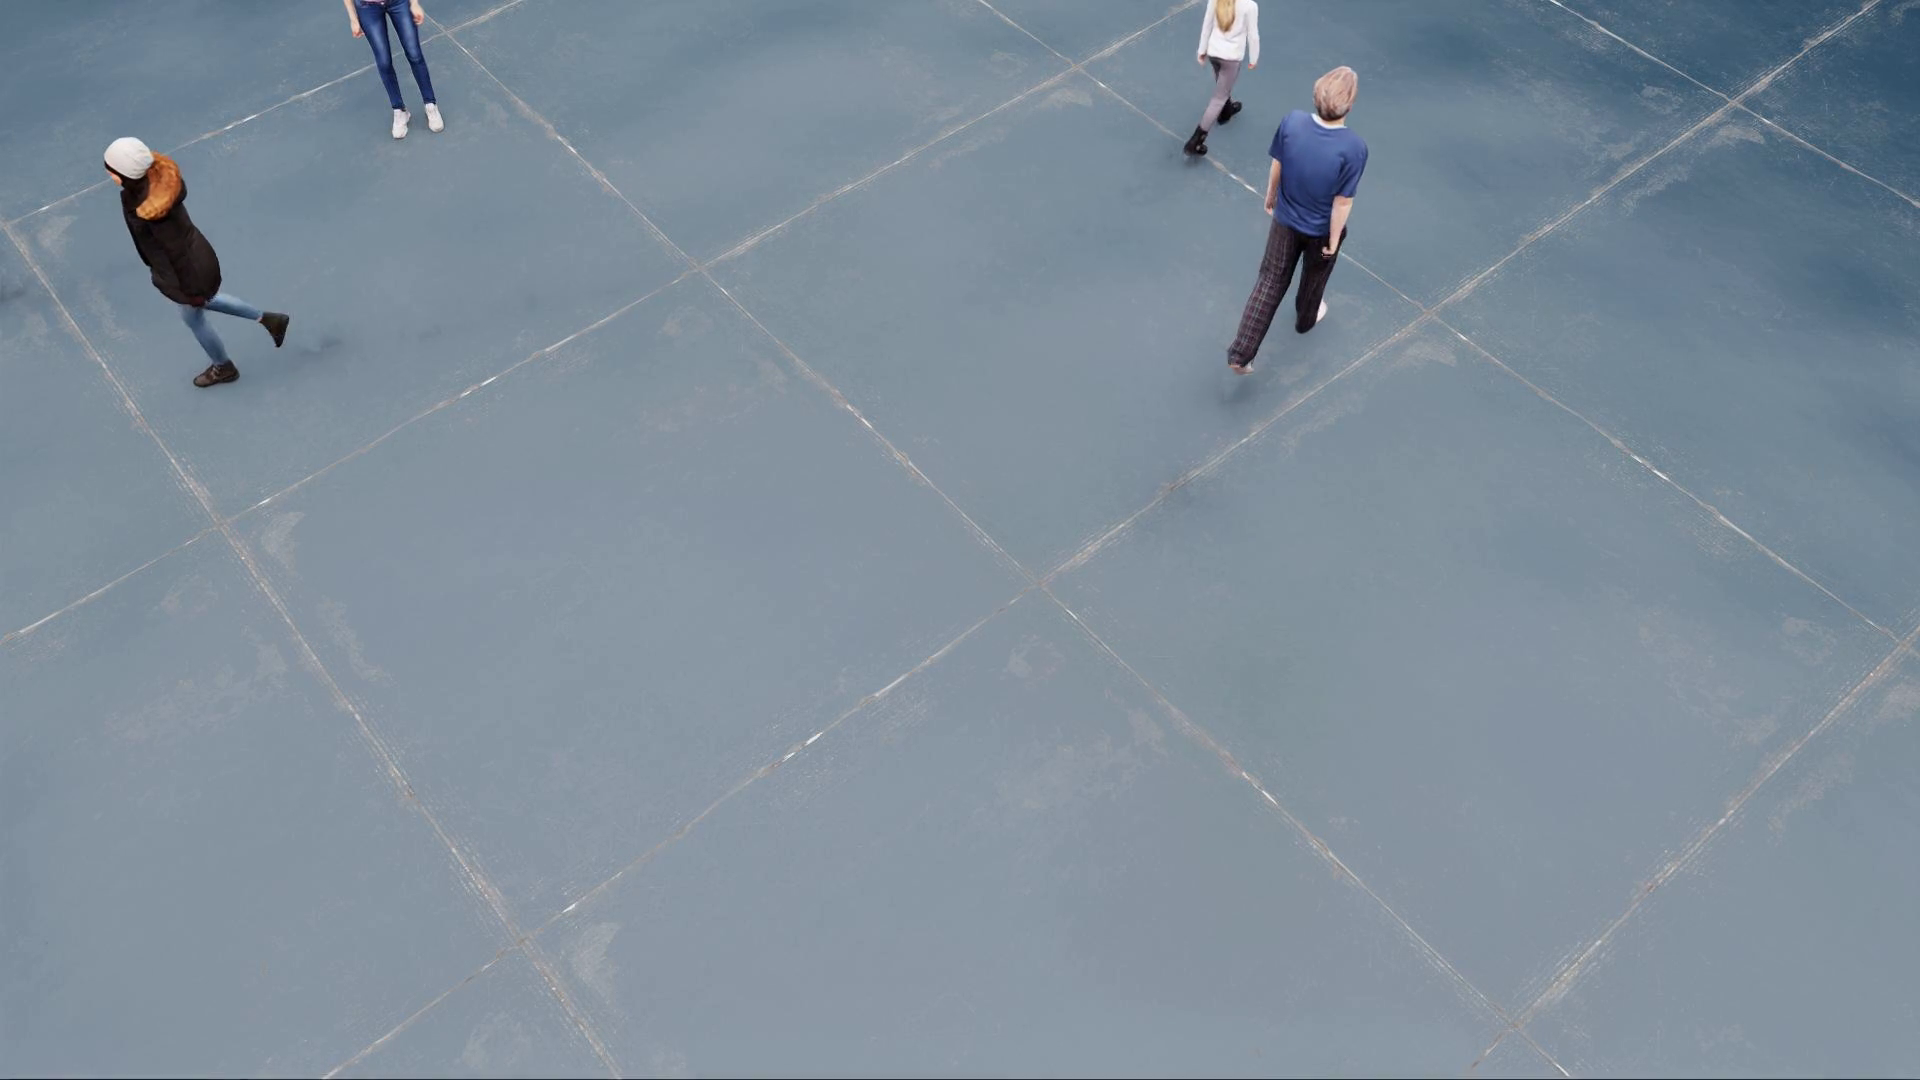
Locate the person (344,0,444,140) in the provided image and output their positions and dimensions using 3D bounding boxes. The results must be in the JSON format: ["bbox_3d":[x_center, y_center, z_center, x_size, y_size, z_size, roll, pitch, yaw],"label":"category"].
[{"bbox_3d":[-3.436,-3.201,9.919,0.584,1.742,0.714,-10,53,-8],"label":"person"}]

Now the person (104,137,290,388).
[{"bbox_3d":[-3.960,-1.453,8.641,0.927,1.622,0.793,-17,54,-13],"label":"person"}]

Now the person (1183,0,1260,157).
[{"bbox_3d":[1.555,-2.878,9.973,0.593,1.261,0.931,35,60,24],"label":"person"}]

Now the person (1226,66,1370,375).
[{"bbox_3d":[1.746,-1.594,8.614,0.865,1.838,1.206,28,57,20],"label":"person"}]
